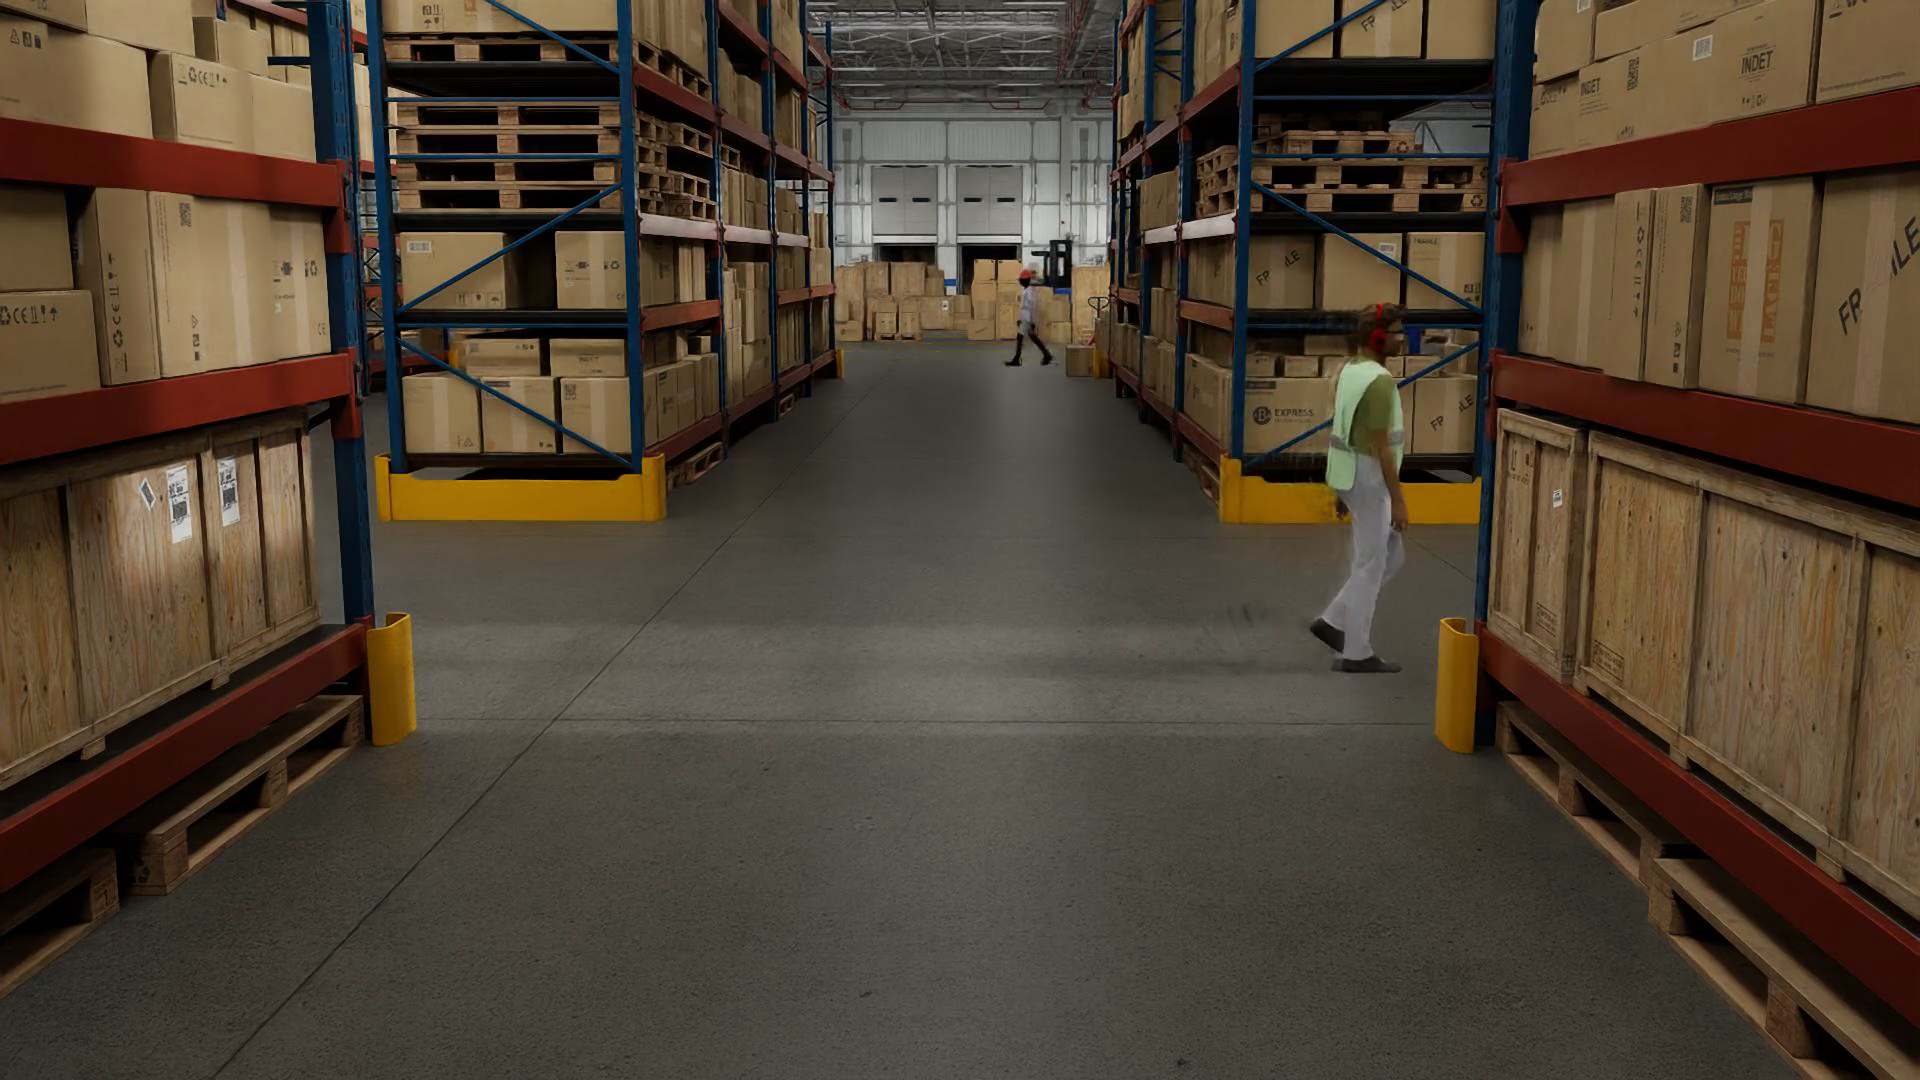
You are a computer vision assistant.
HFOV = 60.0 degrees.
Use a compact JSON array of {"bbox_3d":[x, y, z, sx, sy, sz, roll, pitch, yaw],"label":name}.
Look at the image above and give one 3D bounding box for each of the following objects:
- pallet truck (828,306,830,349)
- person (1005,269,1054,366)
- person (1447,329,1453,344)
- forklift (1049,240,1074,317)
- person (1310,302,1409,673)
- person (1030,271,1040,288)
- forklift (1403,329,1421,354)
[{"bbox_3d":[-3.100,-3.940,29.800,1.885,1.965,0.823,3,10,19],"label":"pallet truck"},{"bbox_3d":[1.393,-4.348,32.566,0.951,1.903,0.554,0,9,-2],"label":"person"},{"bbox_3d":[10.095,-4.588,33.798,0.612,1.962,0.446,9,13,42],"label":"person"},{"bbox_3d":[3.659,-9.425,60.017,1.129,2.768,1.873,-9,13,-43],"label":"forklift"},{"bbox_3d":[2.012,-0.239,8.129,0.443,1.830,0.575,1,10,5],"label":"person"},{"bbox_3d":[2.834,-9.599,64.598,0.540,1.696,0.316,-2,10,-10],"label":"person"},{"bbox_3d":[6.562,-3.779,26.199,1.129,2.768,1.873,0,9,1],"label":"forklift"}]
